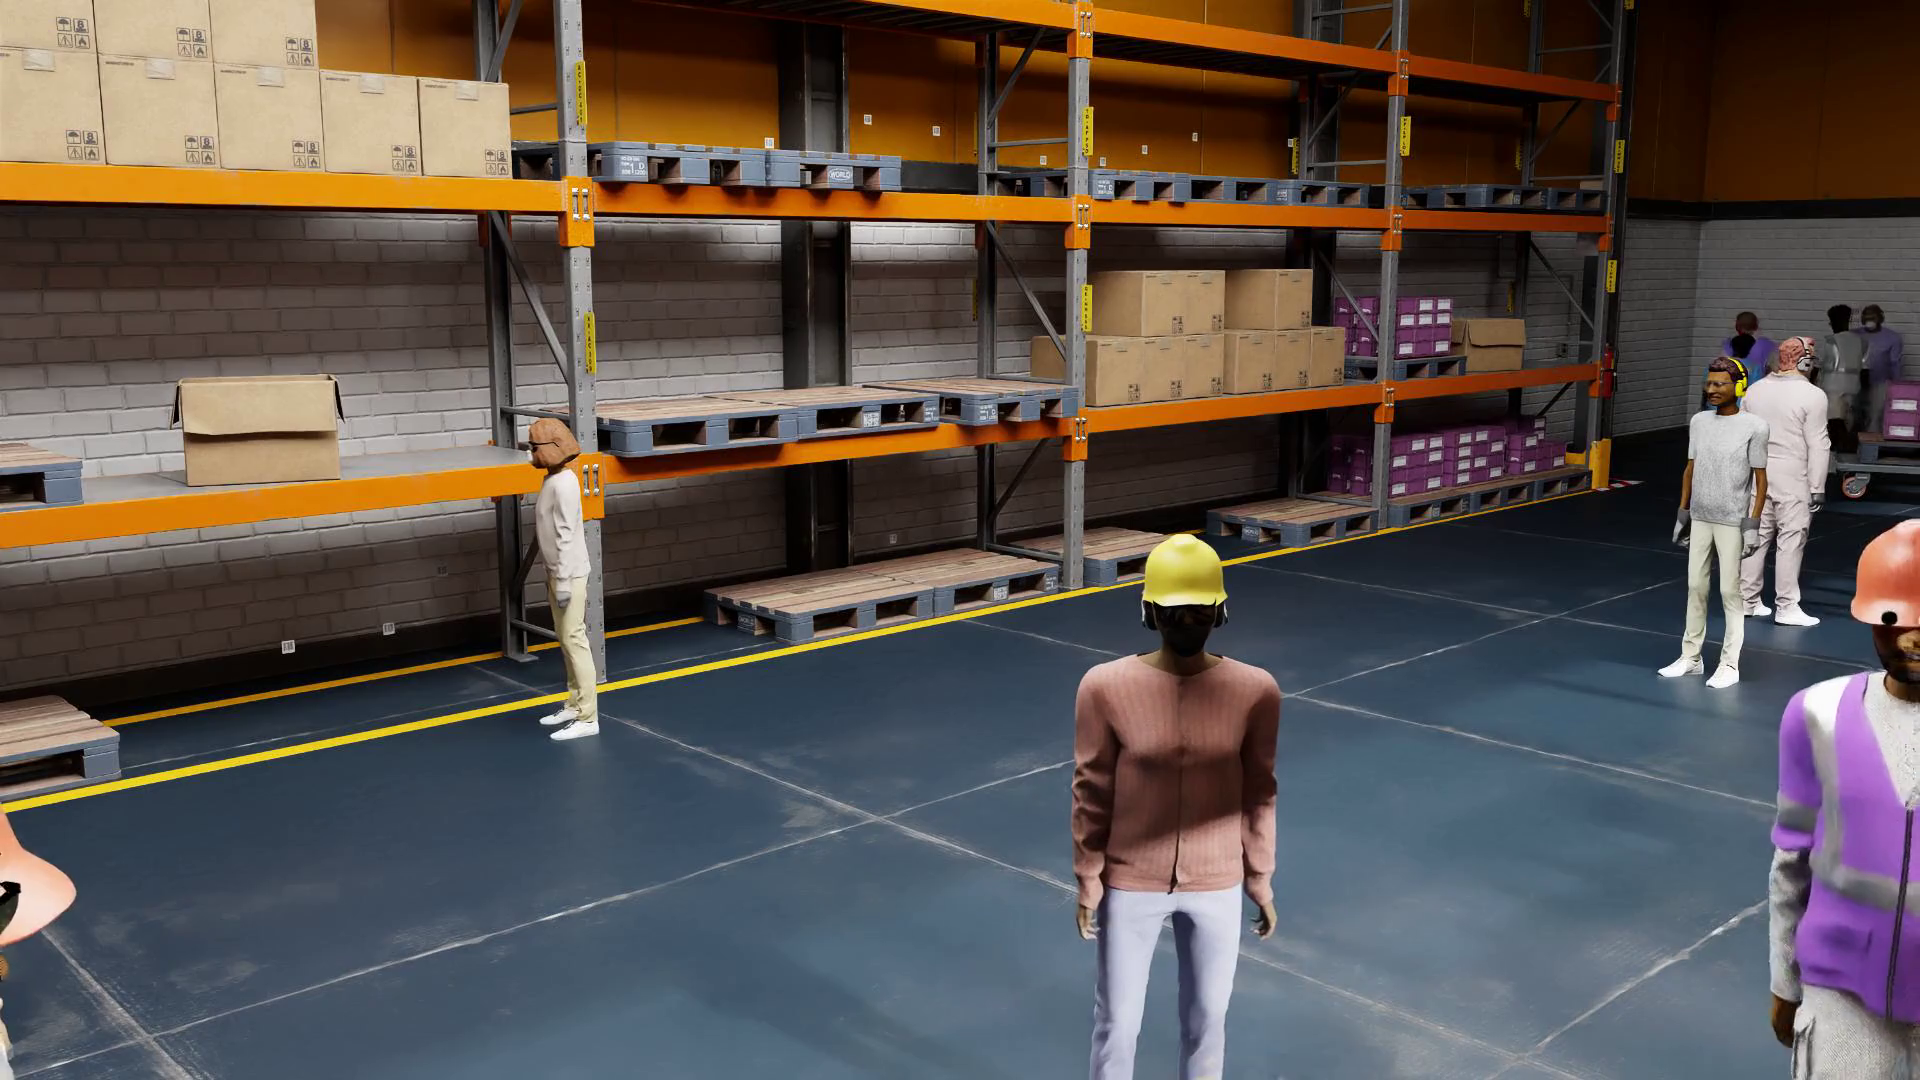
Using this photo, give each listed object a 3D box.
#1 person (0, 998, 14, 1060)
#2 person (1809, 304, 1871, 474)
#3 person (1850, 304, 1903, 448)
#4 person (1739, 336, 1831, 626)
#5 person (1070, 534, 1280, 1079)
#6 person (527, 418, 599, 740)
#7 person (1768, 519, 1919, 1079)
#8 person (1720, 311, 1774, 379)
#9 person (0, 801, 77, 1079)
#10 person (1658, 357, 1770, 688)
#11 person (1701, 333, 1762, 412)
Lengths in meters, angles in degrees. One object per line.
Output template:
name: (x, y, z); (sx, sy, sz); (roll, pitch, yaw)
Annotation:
person: (-3.097, 0.587, 4.894); (0.372, 2.042, 0.615); (-9, 13, -43)
person: (9.792, -1.651, 18.438); (0.625, 1.918, 1.004); (-2, 10, -9)
person: (10.604, -1.808, 19.398); (0.672, 1.896, 0.927); (6, 11, 32)
person: (5.473, -0.390, 11.019); (0.403, 1.906, 0.651); (-4, 11, -23)
person: (0.533, 0.855, 4.135); (0.523, 1.769, 0.322); (-1, 10, -4)
person: (-2.026, 0.190, 8.450); (0.285, 1.626, 0.494); (-4, 10, -22)
person: (1.971, 0.894, 3.457); (0.556, 1.920, 0.735); (8, 12, 37)
person: (8.617, -1.591, 18.296); (0.562, 1.826, 0.585); (2, 10, 12)
person: (-0.984, 1.148, 1.608); (0.381, 2.041, 0.616); (-2, 10, -10)
person: (4.290, -0.101, 9.433); (0.317, 1.870, 0.531); (-6, 11, -31)
person: (7.955, -1.316, 17.219); (0.589, 1.640, 0.853); (7, 12, 34)
